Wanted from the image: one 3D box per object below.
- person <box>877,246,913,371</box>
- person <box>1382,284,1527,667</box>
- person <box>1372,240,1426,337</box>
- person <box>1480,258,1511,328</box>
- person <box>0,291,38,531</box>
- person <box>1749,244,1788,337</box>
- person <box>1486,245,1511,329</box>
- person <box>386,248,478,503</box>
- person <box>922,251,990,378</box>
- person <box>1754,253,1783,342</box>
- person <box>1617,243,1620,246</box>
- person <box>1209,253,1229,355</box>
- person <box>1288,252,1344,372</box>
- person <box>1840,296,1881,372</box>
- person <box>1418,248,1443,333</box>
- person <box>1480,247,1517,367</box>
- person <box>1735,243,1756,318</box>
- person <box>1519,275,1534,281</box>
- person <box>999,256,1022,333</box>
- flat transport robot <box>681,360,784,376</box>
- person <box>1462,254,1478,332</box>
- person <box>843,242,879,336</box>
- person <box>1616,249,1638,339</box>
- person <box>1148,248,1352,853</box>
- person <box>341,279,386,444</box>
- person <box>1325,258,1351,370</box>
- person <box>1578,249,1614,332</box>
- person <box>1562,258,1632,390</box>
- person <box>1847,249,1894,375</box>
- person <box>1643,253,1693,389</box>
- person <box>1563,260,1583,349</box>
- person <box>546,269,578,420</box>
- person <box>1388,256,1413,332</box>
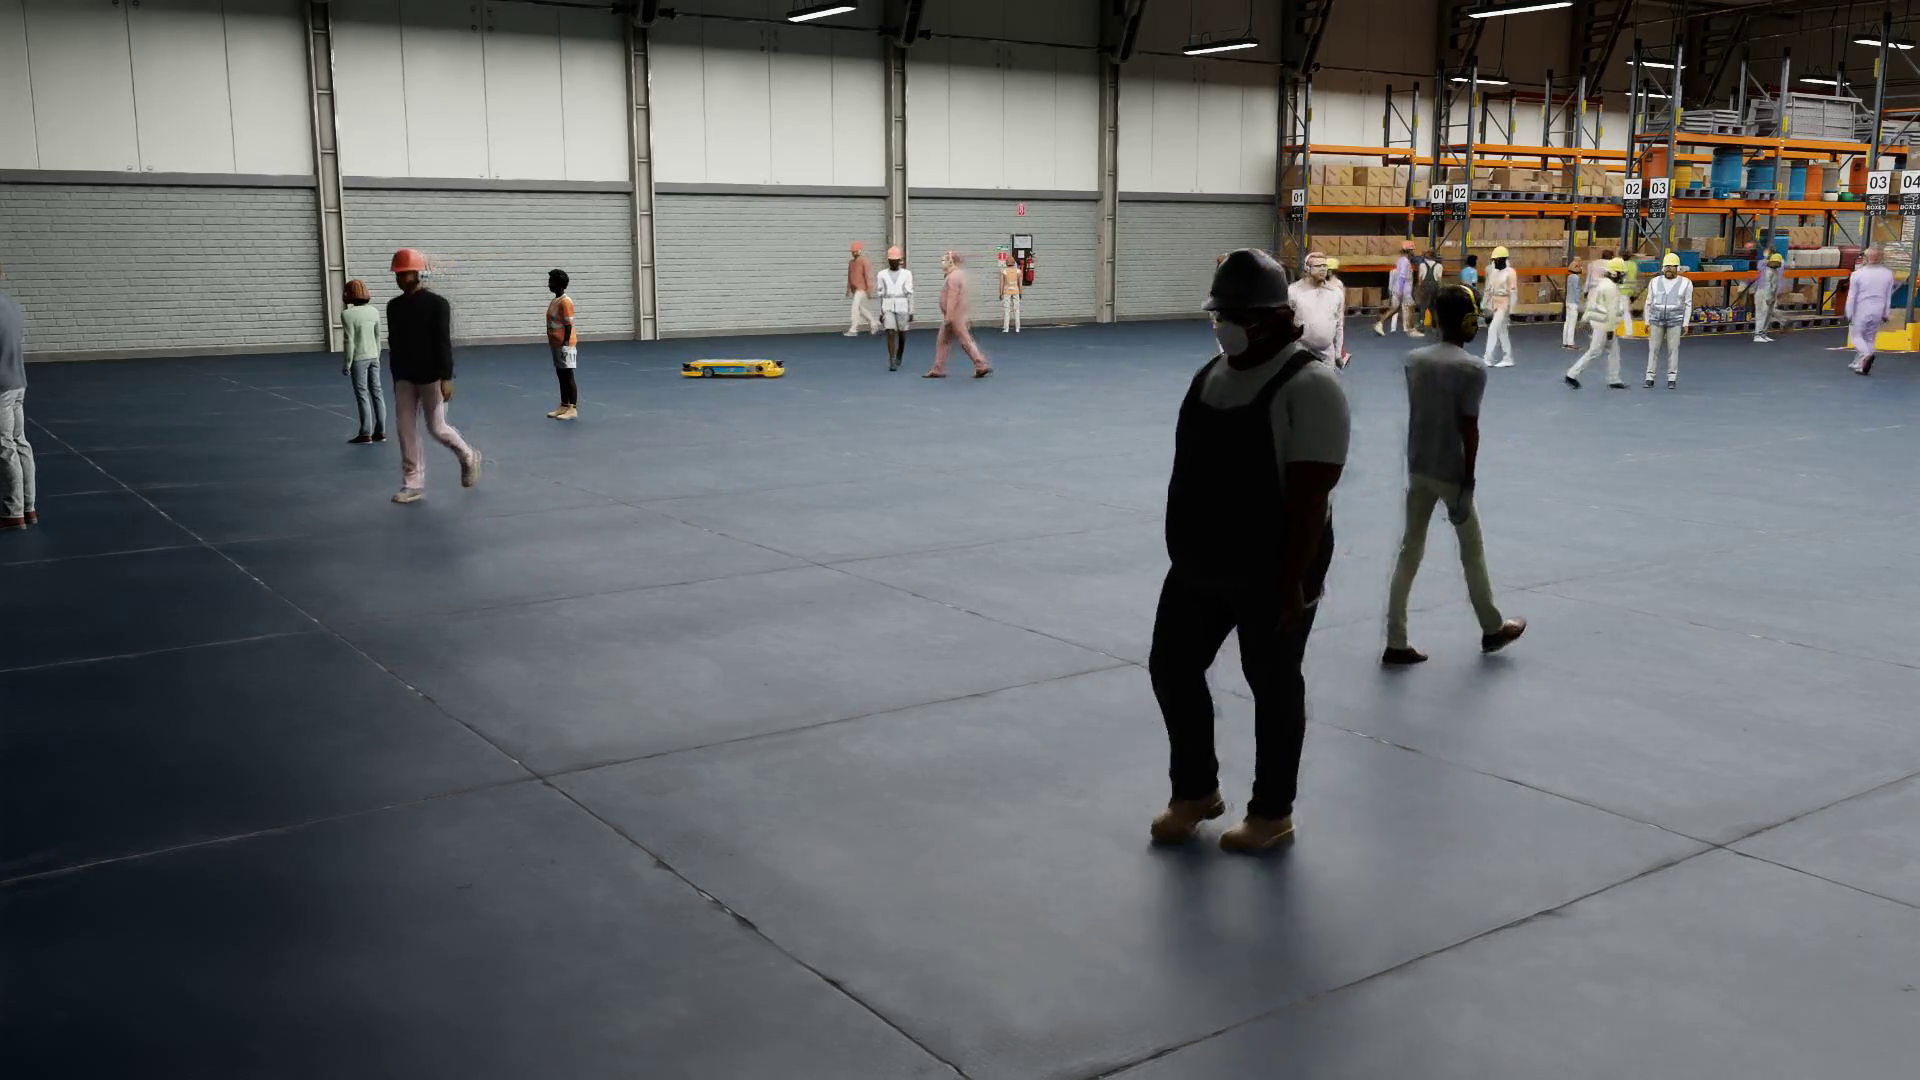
[{"bbox_3d":[-1.000,-3.581,25.739,0.553,1.916,0.744,0,10,-2],"label":"person"},{"bbox_3d":[2.399,-0.313,8.071,0.932,1.831,0.516,-8,13,-37],"label":"person"},{"bbox_3d":[9.030,-5.153,34.143,1.023,2.003,0.622,2,10,9],"label":"person"},{"bbox_3d":[12.151,-5.671,37.722,0.839,1.722,0.545,-6,12,-31],"label":"person"},{"bbox_3d":[-6.764,-1.030,11.684,0.360,1.937,0.635,-2,11,-10],"label":"person"},{"bbox_3d":[16.753,-5.153,34.367,0.787,1.915,0.634,-4,11,-23],"label":"person"},{"bbox_3d":[11.813,-5.519,36.473,0.614,1.866,0.453,-7,13,-35],"label":"person"},{"bbox_3d":[-4.197,-1.301,13.086,0.624,1.971,0.768,4,11,21],"label":"person"},{"bbox_3d":[-0.023,-3.266,24.188,0.968,1.865,0.650,-1,10,-5],"label":"person"},{"bbox_3d":[15.946,-4.760,32.724,0.383,1.732,0.497,9,14,41],"label":"person"},{"bbox_3d":[19.147,-7.688,48.340,0.355,1.883,0.574,0,10,-1],"label":"person"},{"bbox_3d":[3.432,-2.765,21.466,0.430,1.844,0.624,3,11,16],"label":"person"},{"bbox_3d":[3.355,-1.775,15.842,0.648,1.913,0.409,-2,11,-10],"label":"person"},{"bbox_3d":[13.830,-3.397,25.576,0.513,1.607,0.740,-2,10,-9],"label":"person"},{"bbox_3d":[10.094,-5.356,35.764,0.521,1.818,0.807,4,11,20],"label":"person"},{"bbox_3d":[8.410,-3.658,26.202,0.839,1.893,0.594,-2,10,-8],"label":"person"},{"bbox_3d":[19.995,-6.589,42.299,0.979,1.882,0.555,-7,13,-35],"label":"person"},{"bbox_3d":[15.172,-6.892,44.356,0.826,1.729,0.552,-7,13,-35],"label":"person"},{"bbox_3d":[1.092,-5.267,35.732,0.514,1.640,0.310,-2,11,-11],"label":"person"},{"bbox_3d":[-3.353,-2.548,24.582,1.431,0.197,0.652,0,10,0],"label":"flat transport robot"},{"bbox_3d":[11.020,-5.304,35.841,0.480,1.675,0.534,-3,11,-16],"label":"person"},{"bbox_3d":[-2.059,-5.234,34.686,0.912,1.963,0.612,-8,13,-36],"label":"person"},{"bbox_3d":[13.346,-4.981,33.724,0.644,1.793,0.946,-7,13,-35],"label":"person"},{"bbox_3d":[0.910,0.053,5.469,0.598,2.000,0.691,-9,14,-40],"label":"person"},{"bbox_3d":[-5.974,-1.777,16.616,0.285,1.634,0.499,4,11,23],"label":"person"},{"bbox_3d":[5.584,-3.338,24.868,0.620,1.748,0.527,-3,11,-18],"label":"person"},{"bbox_3d":[13.509,-5.255,35.224,0.676,1.807,0.653,-9,14,-41],"label":"person"},{"bbox_3d":[8.595,-2.898,22.366,0.855,1.790,0.611,3,11,18],"label":"person"},{"bbox_3d":[13.454,-3.356,24.594,0.652,1.887,0.627,0,10,0],"label":"person"},{"bbox_3d":[9.610,-2.972,22.614,0.588,1.835,0.403,6,12,30],"label":"person"},{"bbox_3d":[11.318,-4.340,30.664,0.286,1.633,0.499,0,10,0],"label":"person"},{"bbox_3d":[-4.500,-2.203,18.778,0.318,1.697,0.535,-6,12,-30],"label":"person"},{"bbox_3d":[9.510,-5.299,35.905,0.514,1.642,0.310,2,10,10],"label":"person"}]
